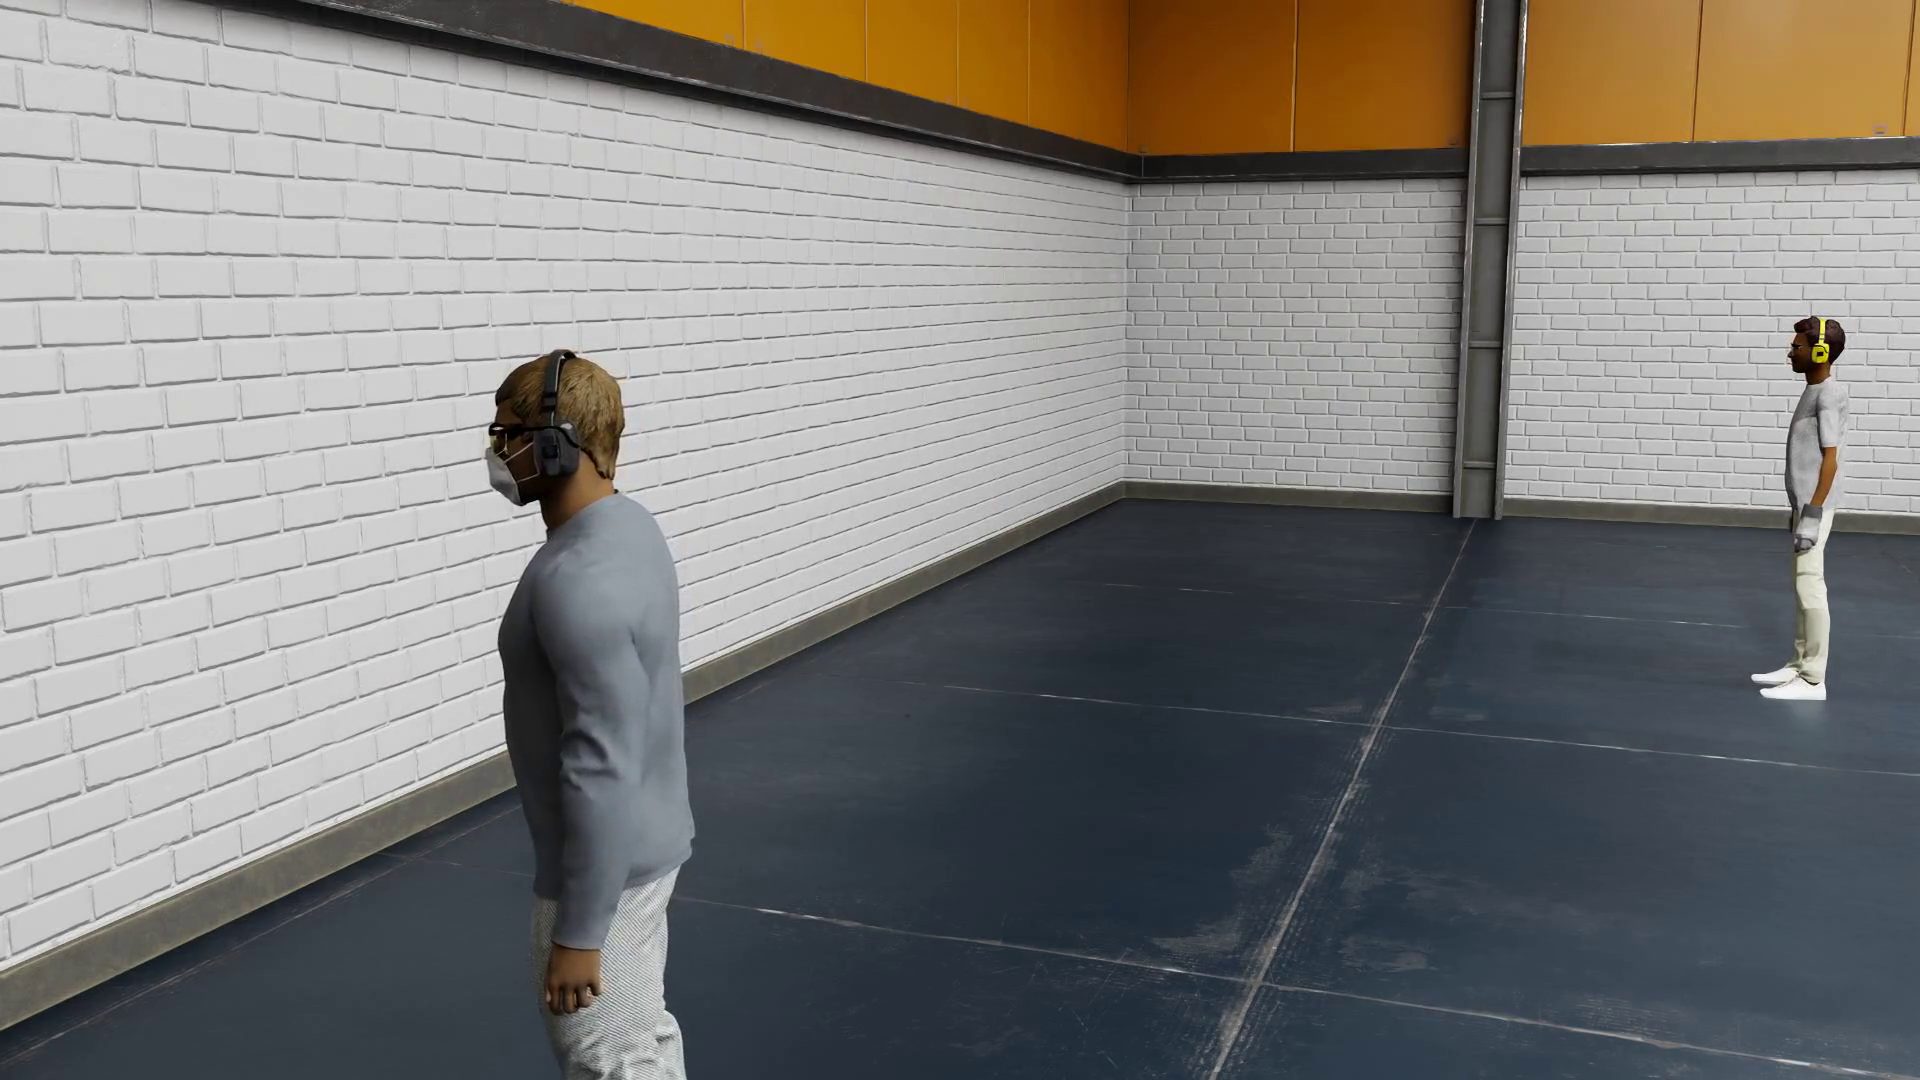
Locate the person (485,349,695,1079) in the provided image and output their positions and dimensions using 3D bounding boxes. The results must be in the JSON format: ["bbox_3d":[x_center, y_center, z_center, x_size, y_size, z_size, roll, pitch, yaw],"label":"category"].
[{"bbox_3d":[-0.674,0.617,3.102,0.353,1.937,0.635,-1,9,-6],"label":"person"}]

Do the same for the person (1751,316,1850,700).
[{"bbox_3d":[4.132,-0.149,8.130,0.329,1.873,0.512,3,10,20],"label":"person"}]
